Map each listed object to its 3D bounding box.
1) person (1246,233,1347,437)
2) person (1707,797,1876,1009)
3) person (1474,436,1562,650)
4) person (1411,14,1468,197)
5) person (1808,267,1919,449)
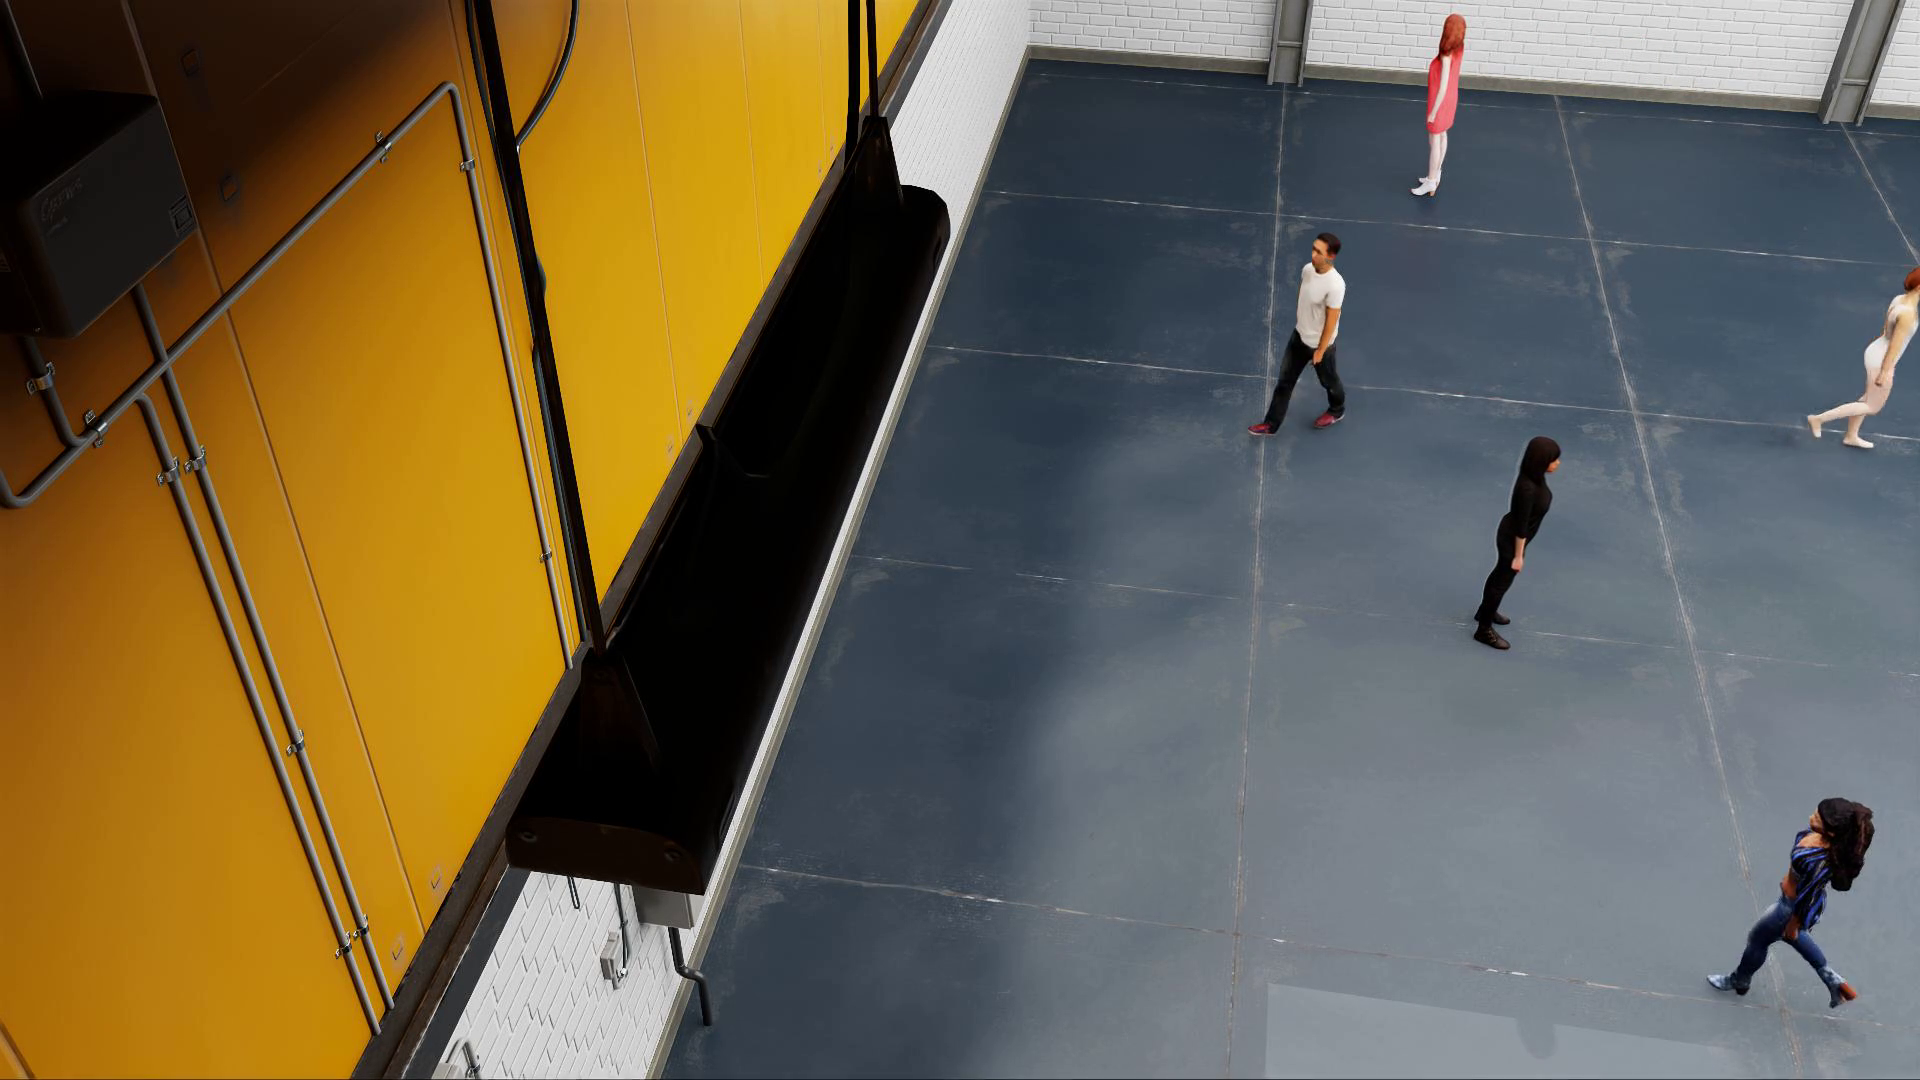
[{"bbox_3d":[2.861,-1.578,13.004,1.217,1.759,1.096,-19,42,-22],"label":"person"},{"bbox_3d":[4.473,1.937,8.730,1.017,1.599,0.840,22,44,25],"label":"person"},{"bbox_3d":[3.715,-0.015,11.140,0.552,1.641,0.616,12,40,15],"label":"person"},{"bbox_3d":[4.728,-4.260,16.307,0.631,1.827,0.655,20,43,23],"label":"person"},{"bbox_3d":[7.046,-1.391,12.874,0.813,1.628,0.613,11,40,13],"label":"person"}]
